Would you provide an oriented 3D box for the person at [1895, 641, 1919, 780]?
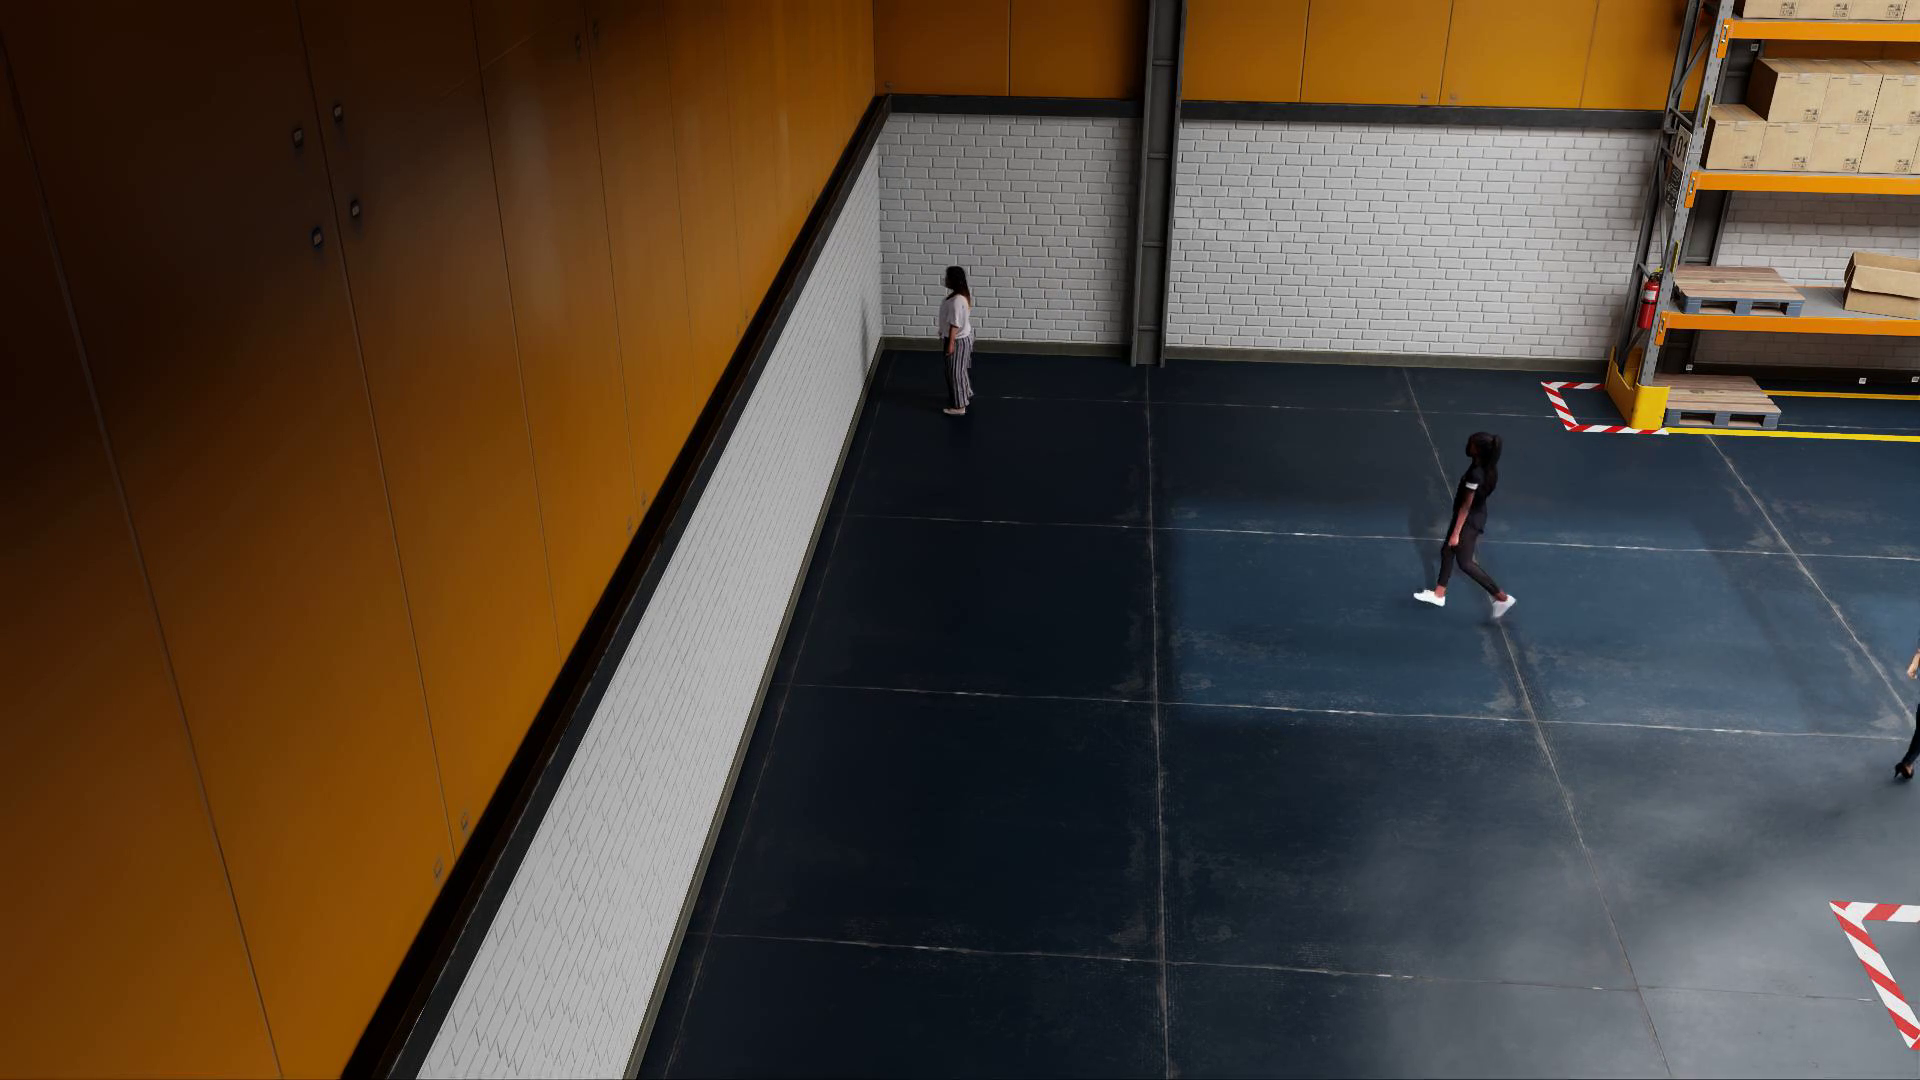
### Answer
[{"bbox_3d":[7.123,1.016,12.129,0.894,1.771,0.830,-20,34,-32],"label":"person"}]

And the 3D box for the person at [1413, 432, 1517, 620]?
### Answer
[{"bbox_3d":[4.434,-0.097,14.240,1.172,1.703,0.867,13,31,22],"label":"person"}]

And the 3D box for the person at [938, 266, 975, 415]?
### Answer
[{"bbox_3d":[-0.040,-2.184,18.101,0.604,1.670,0.687,6,29,11],"label":"person"}]
